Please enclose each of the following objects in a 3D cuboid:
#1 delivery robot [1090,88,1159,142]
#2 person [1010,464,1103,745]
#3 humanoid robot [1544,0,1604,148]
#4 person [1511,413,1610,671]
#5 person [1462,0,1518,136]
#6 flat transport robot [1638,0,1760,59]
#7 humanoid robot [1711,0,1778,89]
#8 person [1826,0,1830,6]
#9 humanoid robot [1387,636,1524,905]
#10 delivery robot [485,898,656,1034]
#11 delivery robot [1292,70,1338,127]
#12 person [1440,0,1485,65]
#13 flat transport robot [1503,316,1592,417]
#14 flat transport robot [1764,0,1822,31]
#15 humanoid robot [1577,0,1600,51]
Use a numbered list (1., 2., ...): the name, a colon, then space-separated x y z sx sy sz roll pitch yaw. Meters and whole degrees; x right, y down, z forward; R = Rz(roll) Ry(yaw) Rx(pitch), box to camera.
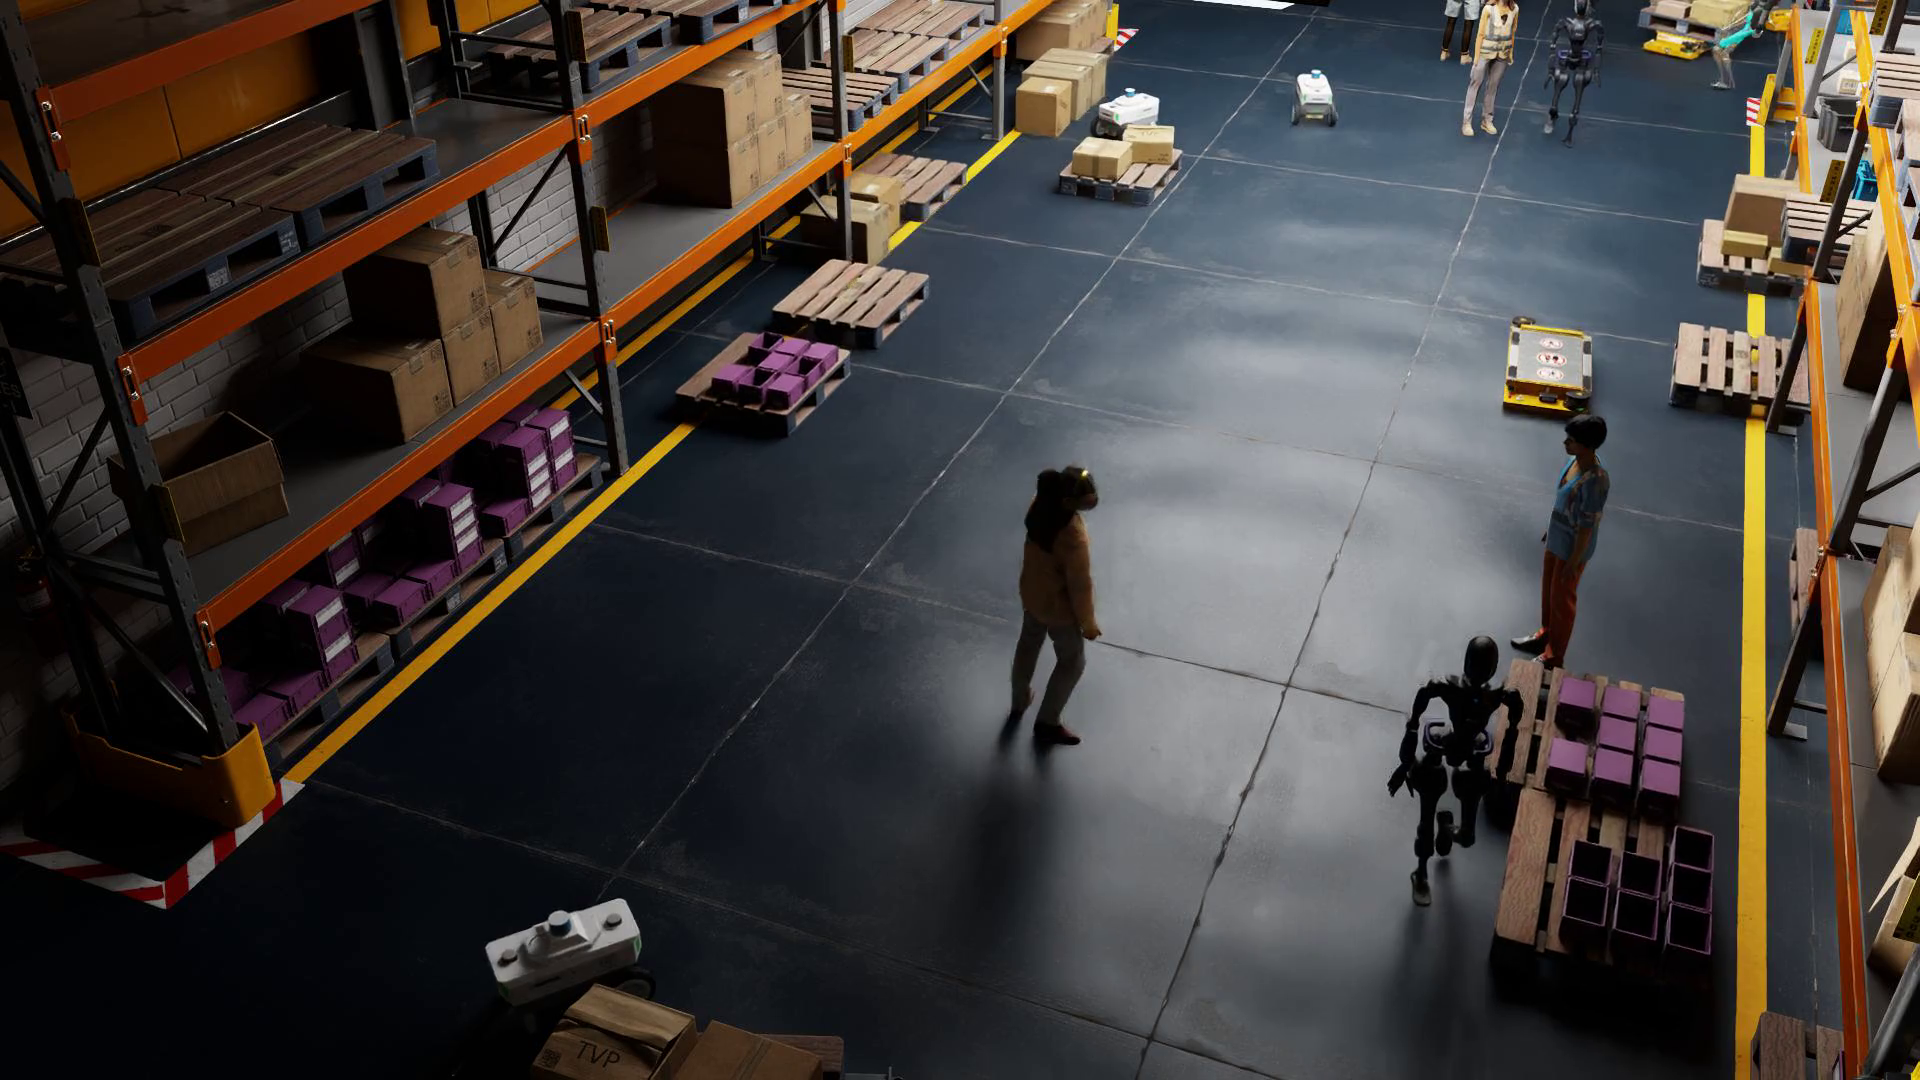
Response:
1. delivery robot: 1.880 -4.757 18.697 0.773 0.602 0.522 -25 40 -33
2. person: 0.526 0.343 9.612 0.388 1.852 0.636 -15 36 -22
3. humanoid robot: 6.777 -5.190 18.326 0.613 1.650 0.430 9 34 13
4. person: 3.701 0.024 10.185 0.339 1.759 0.499 2 33 3
5. person: 5.965 -5.406 18.574 0.470 1.770 0.334 -5 33 -8
6. flat transport robot: 9.620 -6.588 21.788 1.431 0.231 0.659 -27 41 -35
7. humanoid robot: 9.359 -6.201 19.889 0.827 1.815 0.539 6 33 10
8. person: 12.399 -8.087 22.713 0.522 1.795 0.970 -8 34 -12
9. humanoid robot: 2.531 1.120 8.565 0.608 1.639 0.463 4 33 6
10. delivery robot: -1.900 2.055 8.163 0.782 0.611 0.521 -16 36 -23
11. delivery robot: 4.096 -5.114 19.258 0.499 0.611 0.814 2 33 3
12. person: 6.353 -6.842 20.872 0.534 1.693 0.321 22 39 30
13. flat transport robot: 4.891 -1.445 13.828 0.659 0.231 1.431 10 34 15
14. flat transport robot: 11.058 -7.304 22.895 0.659 0.231 1.431 -7 34 -11
15. humanoid robot: 7.825 -6.756 20.747 0.333 1.655 0.589 10 34 15
